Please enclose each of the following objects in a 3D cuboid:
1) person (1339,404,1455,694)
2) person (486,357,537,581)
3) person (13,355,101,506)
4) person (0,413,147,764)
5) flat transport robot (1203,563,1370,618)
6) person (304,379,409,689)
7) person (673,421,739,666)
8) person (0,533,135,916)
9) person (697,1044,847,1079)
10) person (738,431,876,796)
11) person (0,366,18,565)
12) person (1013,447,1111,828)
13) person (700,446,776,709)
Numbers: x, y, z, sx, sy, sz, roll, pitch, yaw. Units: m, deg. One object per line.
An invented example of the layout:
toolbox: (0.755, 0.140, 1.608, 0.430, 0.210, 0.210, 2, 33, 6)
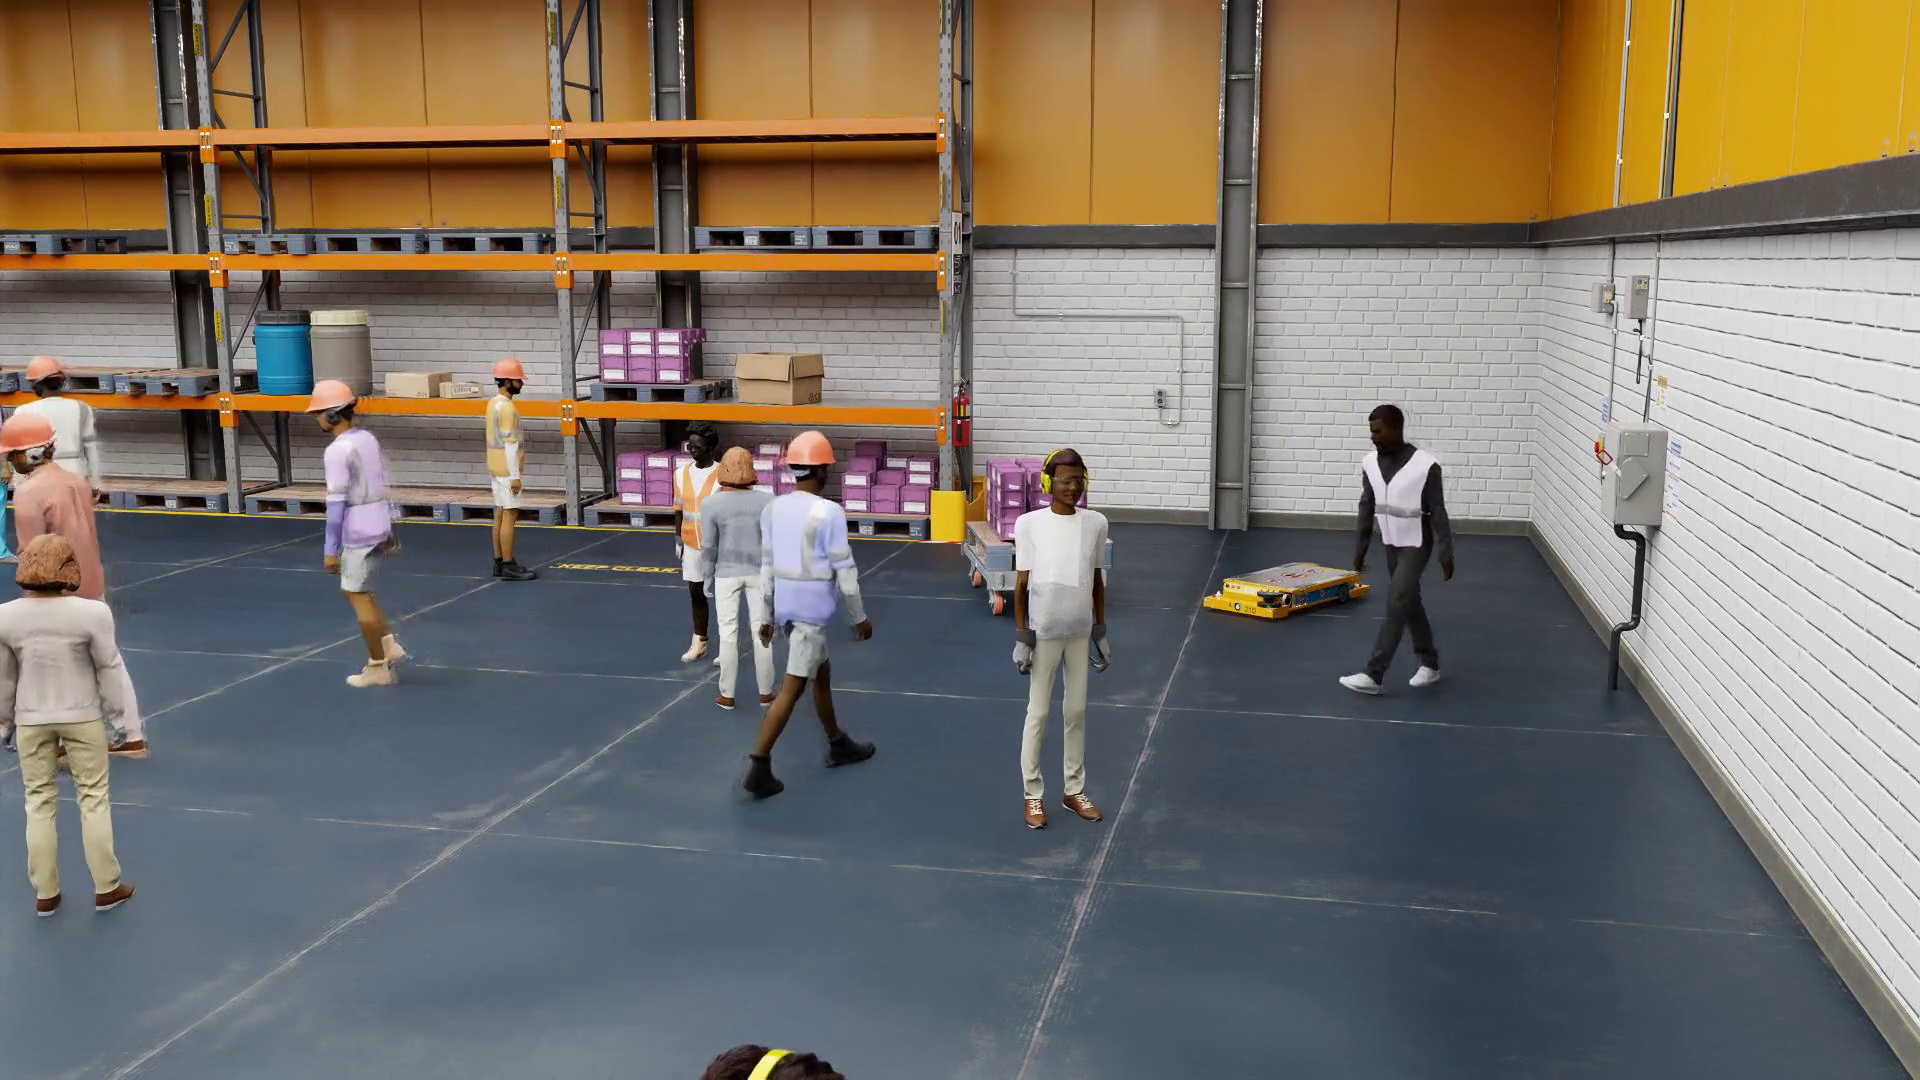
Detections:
person: (2.793, 0.063, 10.662, 0.969, 1.851, 0.645, -6, 11, -30)
person: (-3.905, -0.615, 14.451, 0.373, 1.934, 0.551, -5, 11, -29)
person: (-7.198, -0.451, 13.216, 0.426, 2.026, 0.630, 6, 11, 30)
person: (-4.859, 0.290, 9.034, 0.647, 1.952, 0.714, 0, 10, 1)
flat transport robot: (2.654, 0.391, 13.421, 0.652, 0.197, 1.431, 9, 13, 43)
person: (-3.918, -0.031, 10.771, 0.521, 2.014, 0.687, 1, 10, 4)
person: (-1.733, 0.023, 11.409, 0.530, 1.689, 0.321, 4, 10, 21)
person: (-3.818, 0.783, 7.070, 0.507, 1.631, 0.266, -2, 10, -12)
person: (-0.247, 1.511, 2.081, 0.314, 1.866, 0.532, 2, 10, 13)
person: (-0.849, 0.372, 8.793, 1.023, 1.891, 0.546, -9, 13, -44)
person: (-8.851, -0.688, 15.158, 0.569, 1.843, 0.373, 7, 12, 37)
person: (0.504, 0.481, 8.192, 0.513, 1.862, 0.328, -4, 10, -20)
person: (-1.353, 0.236, 10.305, 0.500, 1.636, 0.285, -3, 10, -15)
